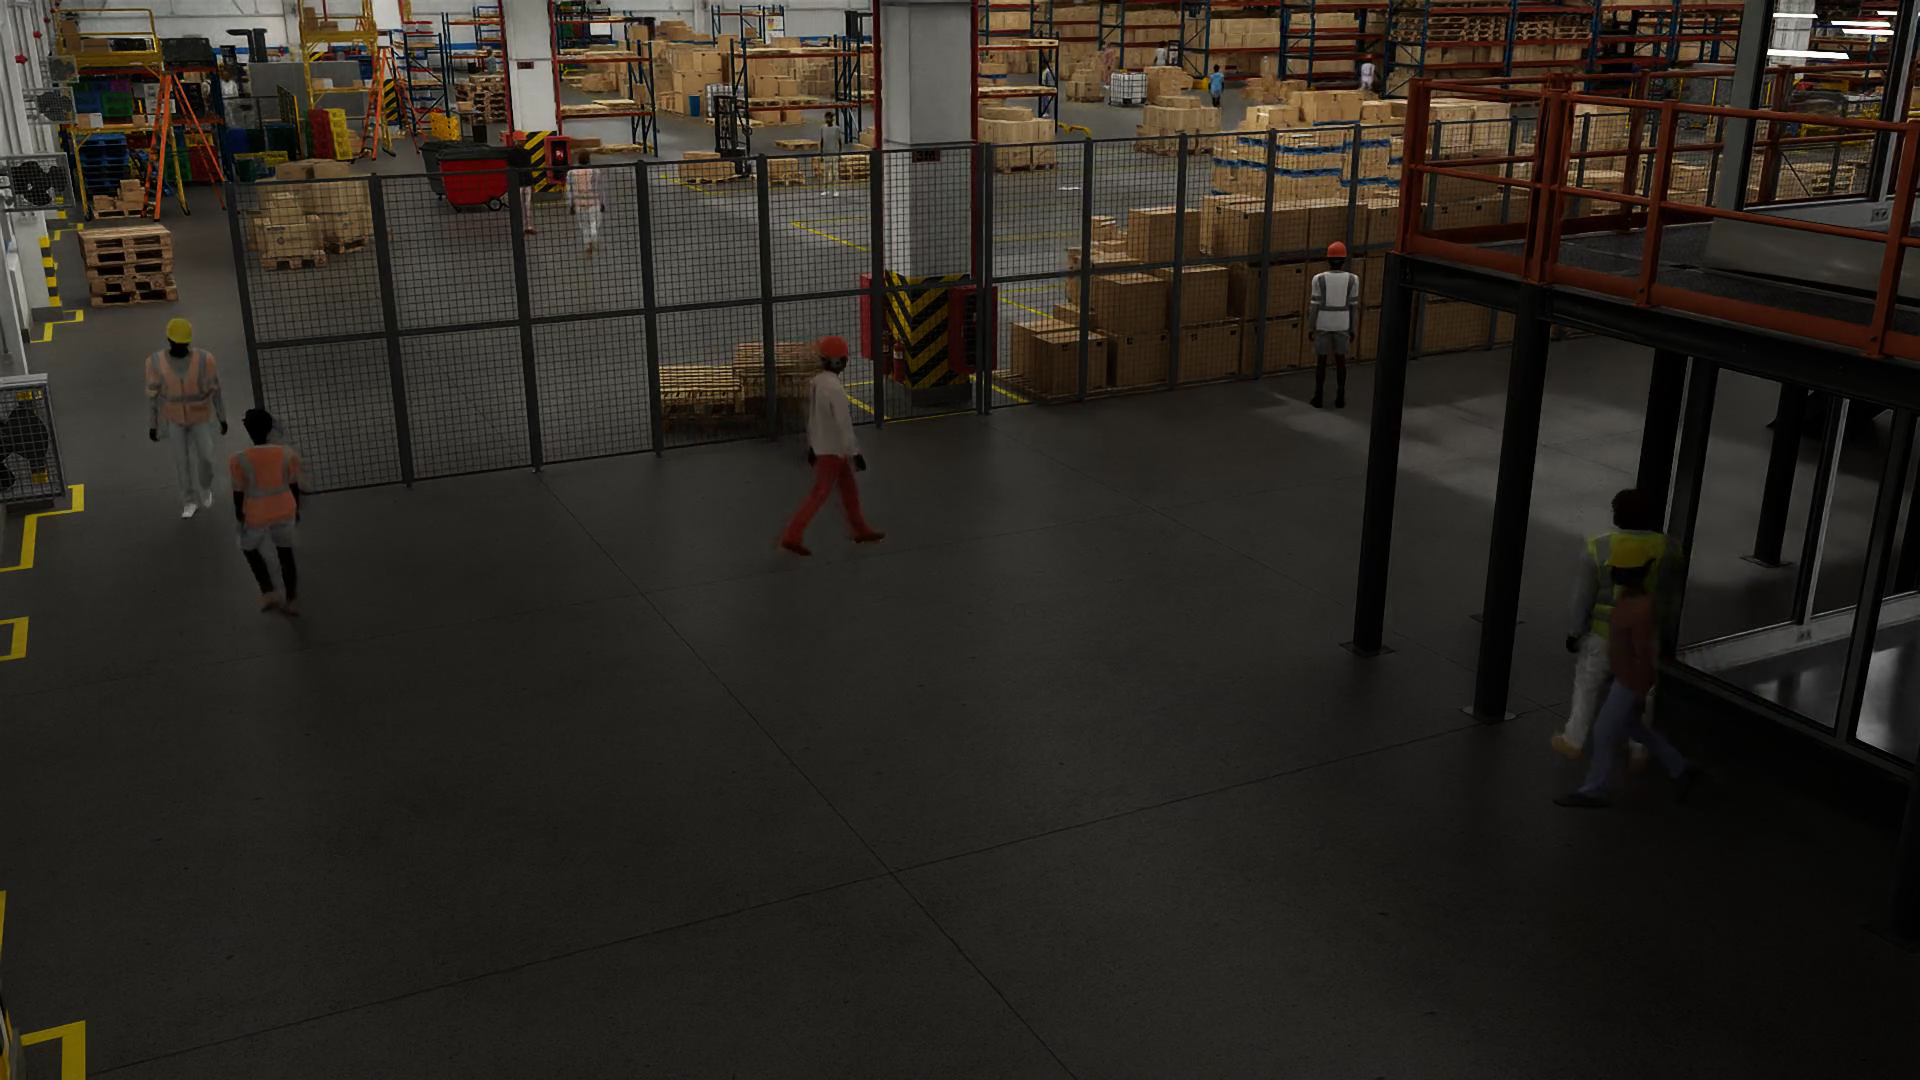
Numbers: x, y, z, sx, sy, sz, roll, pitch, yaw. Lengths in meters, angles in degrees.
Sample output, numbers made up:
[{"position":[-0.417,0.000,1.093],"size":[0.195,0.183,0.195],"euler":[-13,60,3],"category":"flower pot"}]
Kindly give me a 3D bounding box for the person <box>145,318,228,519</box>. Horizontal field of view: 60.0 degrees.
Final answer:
[{"position":[-7.174,-1.126,15.417],"size":[0.685,1.894,0.477],"euler":[-7,20,-20],"category":"person"}]

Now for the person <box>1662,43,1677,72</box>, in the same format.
[{"position":[32.679,-22.229,76.612],"size":[0.647,1.881,0.645],"euler":[11,22,28],"category":"person"}]

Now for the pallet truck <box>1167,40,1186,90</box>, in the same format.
[{"position":[9.045,-19.971,69.895],"size":[0.823,1.965,1.885],"euler":[-3,19,-8],"category":"pallet truck"}]

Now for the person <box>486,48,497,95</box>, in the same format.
[{"position":[-18.019,-17.927,64.059],"size":[0.372,1.941,0.627],"euler":[2,19,5],"category":"person"}]

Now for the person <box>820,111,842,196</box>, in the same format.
[{"position":[-2.893,-8.649,37.267],"size":[0.513,1.872,0.331],"euler":[5,20,14],"category":"person"}]

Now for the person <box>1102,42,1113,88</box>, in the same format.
[{"position":[6.259,-20.180,70.645],"size":[0.401,1.904,0.641],"euler":[-3,19,-10],"category":"person"}]

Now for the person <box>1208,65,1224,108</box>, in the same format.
[{"position":[8.936,-15.785,58.238],"size":[0.556,1.666,0.768],"euler":[-1,19,-3],"category":"person"}]

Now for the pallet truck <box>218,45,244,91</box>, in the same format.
[{"position":[-28.879,-18.665,66.111],"size":[0.823,1.965,1.885],"euler":[-3,19,-9],"category":"pallet truck"}]

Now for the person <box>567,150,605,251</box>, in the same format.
[{"position":[-6.685,-6.051,29.809],"size":[0.628,1.826,0.566],"euler":[-1,19,-4],"category":"person"}]

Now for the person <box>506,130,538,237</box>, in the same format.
[{"position":[-8.346,-6.791,31.690],"size":[0.380,1.996,0.608],"euler":[10,22,28],"category":"person"}]

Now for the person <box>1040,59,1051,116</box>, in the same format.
[{"position":[2.941,-15.584,57.300],"size":[0.373,1.915,0.594],"euler":[-6,20,-18],"category":"person"}]

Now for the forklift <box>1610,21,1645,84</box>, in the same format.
[{"position":[26.773,-19.553,67.352],"size":[1.873,2.768,1.129],"euler":[-9,21,-25],"category":"forklift"}]

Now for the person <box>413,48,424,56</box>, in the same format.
[{"position":[-25.790,-23.140,79.184],"size":[0.552,1.932,0.388],"euler":[-1,19,-3],"category":"person"}]

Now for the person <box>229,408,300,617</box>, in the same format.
[{"position":[-5.432,-0.205,13.063],"size":[0.565,1.678,0.388],"euler":[-17,26,-41],"category":"person"}]

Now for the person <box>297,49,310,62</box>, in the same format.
[{"position":[-27.548,-19.986,70.056],"size":[0.477,1.920,0.652],"euler":[17,25,40],"category":"person"}]

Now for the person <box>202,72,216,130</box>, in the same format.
[{"position":[-23.257,-13.641,51.776],"size":[0.511,1.845,0.341],"euler":[-17,25,-40],"category":"person"}]

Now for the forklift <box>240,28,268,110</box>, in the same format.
[{"position":[-24.981,-16.906,59.677],"size":[1.873,2.768,1.129],"euler":[-9,21,-25],"category":"forklift"}]

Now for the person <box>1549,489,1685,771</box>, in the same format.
[{"position":[4.227,0.576,10.618],"size":[0.665,1.817,0.436],"euler":[3,19,9],"category":"person"}]

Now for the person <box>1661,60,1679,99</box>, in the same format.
[{"position":[26.032,-16.750,61.037],"size":[0.432,1.682,0.539],"euler":[-9,21,-24],"category":"person"}]

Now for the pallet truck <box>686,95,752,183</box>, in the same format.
[{"position":[-5.836,-9.608,39.856],"size":[0.823,1.965,1.885],"euler":[10,22,27],"category":"pallet truck"}]

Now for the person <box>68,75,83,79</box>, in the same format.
[{"position":[-33.522,-17.429,63.071],"size":[0.515,1.636,0.315],"euler":[-8,21,-22],"category":"person"}]

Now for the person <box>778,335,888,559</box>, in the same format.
[{"position":[-1.154,-0.805,14.429],"size":[1.033,1.952,0.606],"euler":[-6,20,-18],"category":"person"}]

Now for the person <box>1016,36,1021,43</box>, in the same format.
[{"position":[2.977,-24.414,83.322],"size":[0.372,1.620,0.556],"euler":[-11,22,-28],"category":"person"}]

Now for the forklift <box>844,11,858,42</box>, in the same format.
[{"position":[-5.444,-25.089,83.397],"size":[1.873,2.768,1.129],"euler":[-9,21,-25],"category":"forklift"}]

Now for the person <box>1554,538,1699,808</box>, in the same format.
[{"position":[4.110,0.829,10.010],"size":[0.777,1.736,0.539],"euler":[4,19,12],"category":"person"}]

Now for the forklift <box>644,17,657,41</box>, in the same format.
[{"position":[-13.579,-21.590,73.255],"size":[1.873,2.768,1.129],"euler":[0,19,0],"category":"forklift"}]

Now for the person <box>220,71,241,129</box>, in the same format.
[{"position":[-22.794,-13.673,51.862],"size":[0.613,1.853,0.798],"euler":[-14,24,-35],"category":"person"}]

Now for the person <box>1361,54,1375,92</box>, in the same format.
[{"position":[14.919,-16.850,61.002],"size":[0.551,1.902,0.974],"euler":[15,24,36],"category":"person"}]

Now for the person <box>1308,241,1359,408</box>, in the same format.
[{"position":[4.320,-2.492,19.320],"size":[0.549,1.934,0.374],"euler":[1,19,3],"category":"person"}]

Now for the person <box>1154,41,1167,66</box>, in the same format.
[{"position":[8.684,-20.399,71.277],"size":[0.623,1.899,1.005],"euler":[13,23,34],"category":"person"}]
